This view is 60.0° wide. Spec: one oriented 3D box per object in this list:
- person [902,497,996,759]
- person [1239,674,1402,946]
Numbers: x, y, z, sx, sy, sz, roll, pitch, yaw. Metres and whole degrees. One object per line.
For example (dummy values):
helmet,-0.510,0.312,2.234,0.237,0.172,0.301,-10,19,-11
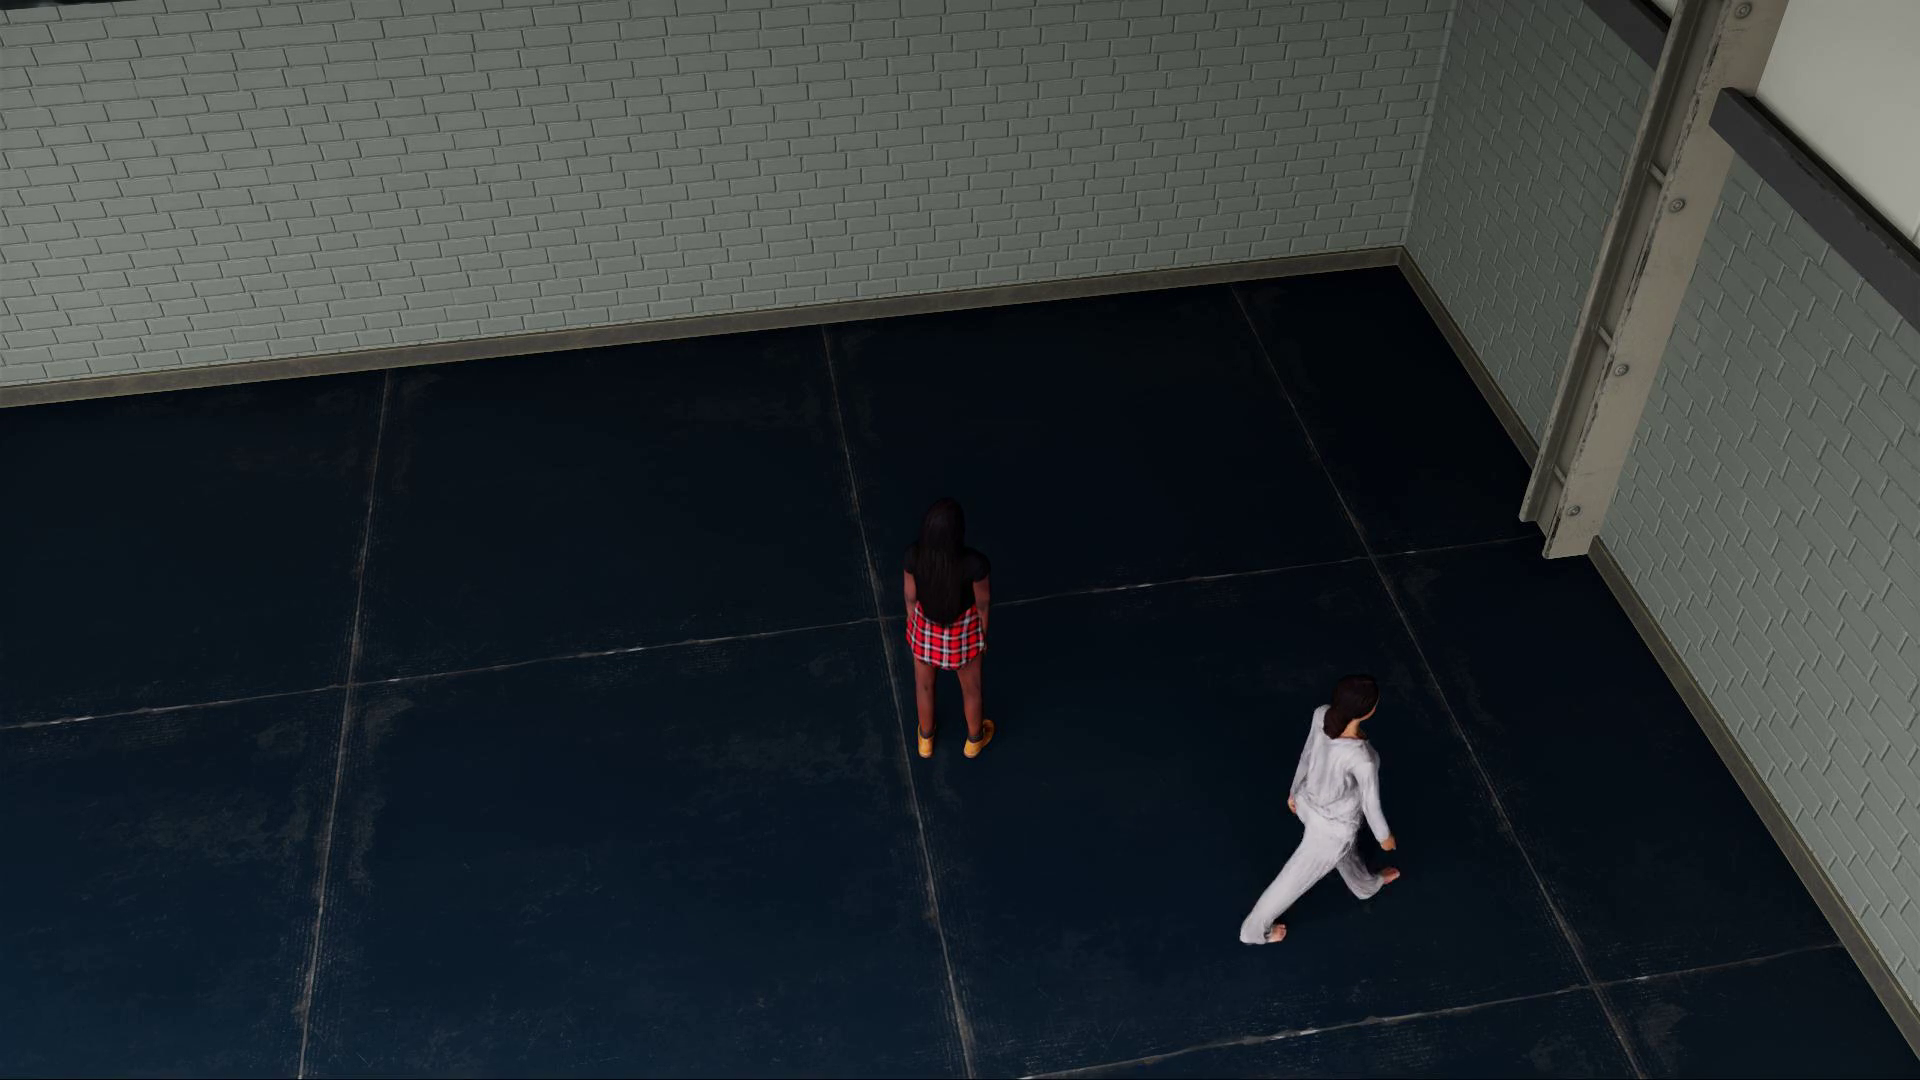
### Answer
person,-0.065,0.466,8.401,0.698,1.728,0.706,7,43,7
person,1.580,1.292,7.517,0.701,1.727,1.035,-10,44,-10
